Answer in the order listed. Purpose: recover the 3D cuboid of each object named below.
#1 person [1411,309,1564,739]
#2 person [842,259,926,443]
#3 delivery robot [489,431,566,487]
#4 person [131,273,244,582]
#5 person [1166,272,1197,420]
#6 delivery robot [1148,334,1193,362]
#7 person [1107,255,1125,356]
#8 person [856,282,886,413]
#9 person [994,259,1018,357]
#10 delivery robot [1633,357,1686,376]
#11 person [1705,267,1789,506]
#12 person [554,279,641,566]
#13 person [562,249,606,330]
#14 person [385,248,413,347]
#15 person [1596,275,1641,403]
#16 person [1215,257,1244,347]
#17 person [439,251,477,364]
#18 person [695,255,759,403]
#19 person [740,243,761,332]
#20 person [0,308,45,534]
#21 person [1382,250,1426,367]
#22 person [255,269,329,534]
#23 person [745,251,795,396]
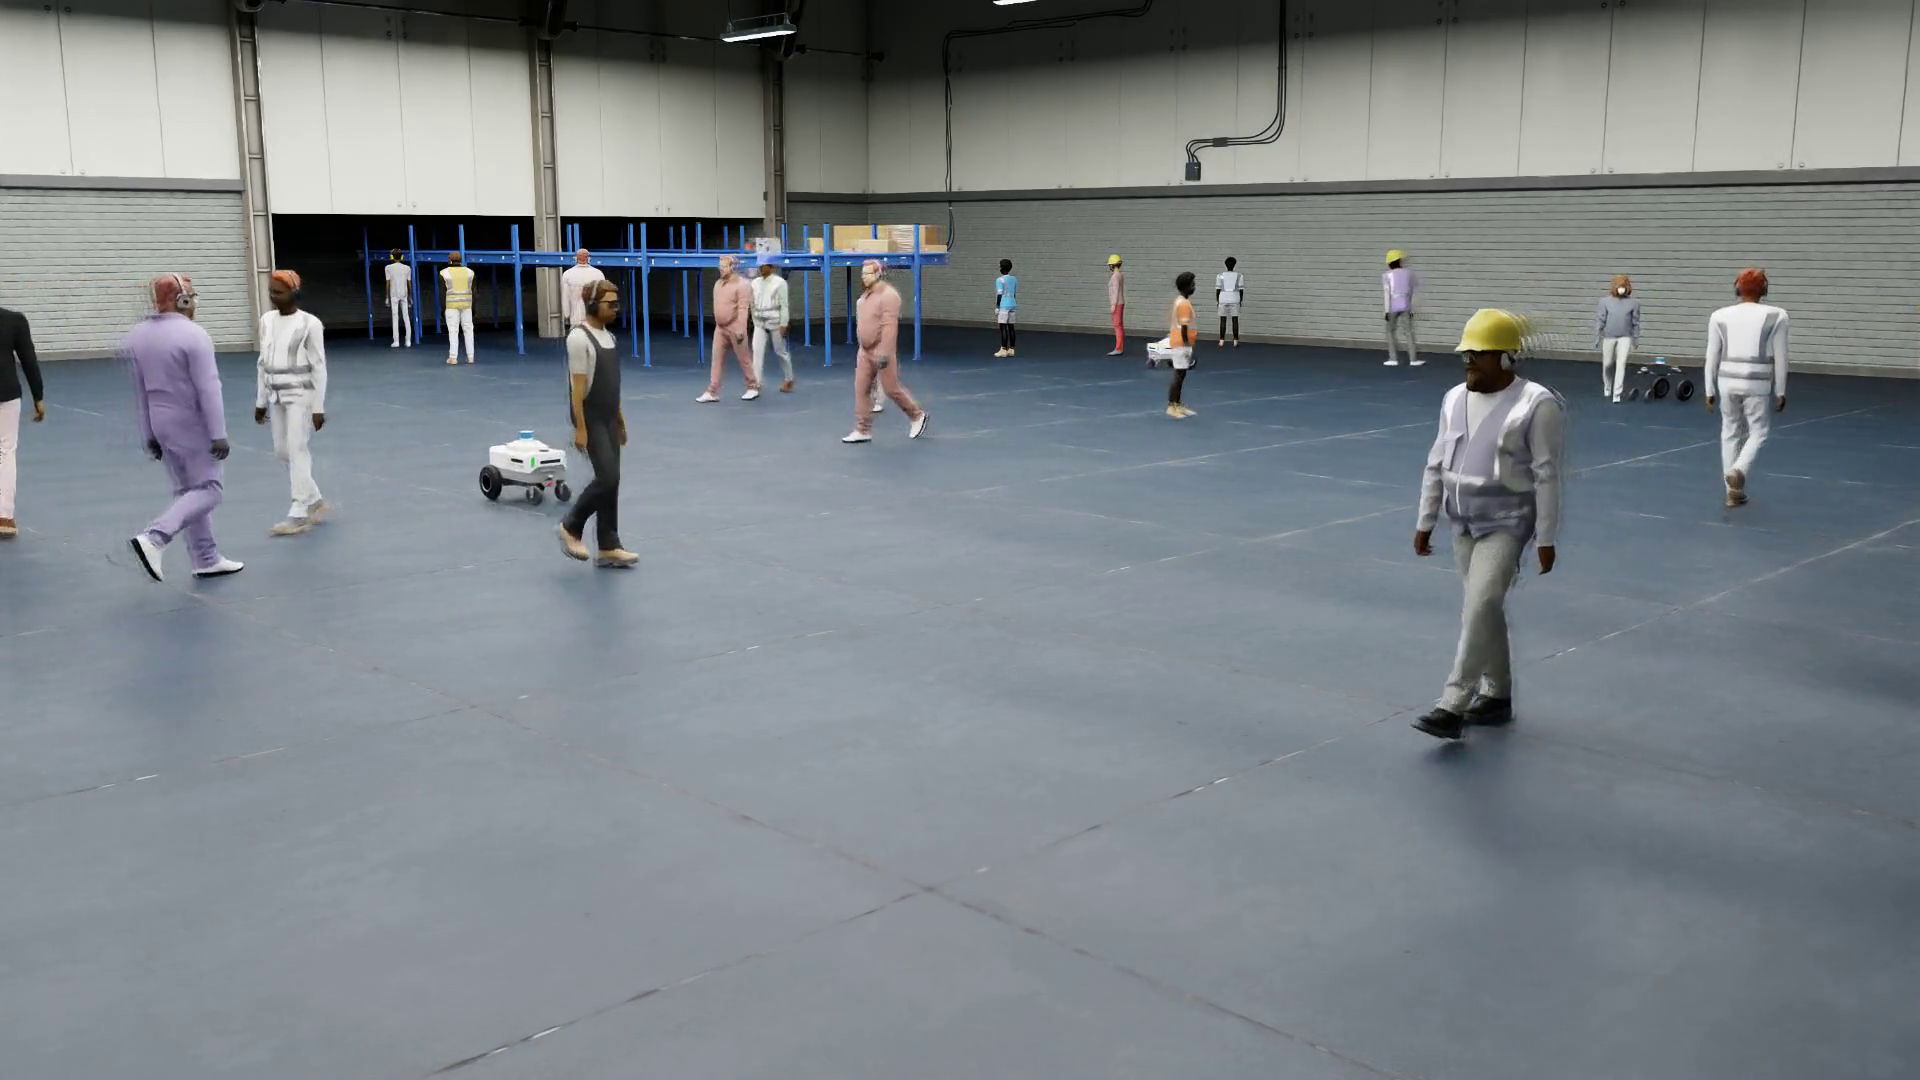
[{"bbox_3d":[2.139,-0.063,7.027,0.838,1.796,0.618,-6,12,-28],"label":"person"},{"bbox_3d":[-0.796,-1.953,17.144,0.876,1.879,0.653,-8,13,-37],"label":"person"},{"bbox_3d":[-3.489,-0.638,13.420,0.707,0.478,0.477,10,15,44],"label":"delivery robot"},{"bbox_3d":[-4.743,-0.673,10.104,0.655,1.889,0.710,7,12,33],"label":"person"},{"bbox_3d":[2.591,-2.264,19.313,0.316,1.695,0.541,1,10,5],"label":"person"},{"bbox_3d":[3.353,-3.041,26.524,0.707,0.478,0.477,-5,12,-26],"label":"delivery robot"},{"bbox_3d":[2.748,-4.150,29.414,0.328,1.764,0.528,3,11,17],"label":"person"},{"bbox_3d":[-1.031,-2.346,19.950,0.514,1.627,0.364,4,11,21],"label":"person"},{"bbox_3d":[0.796,-4.054,29.075,0.318,1.696,0.536,8,13,36],"label":"person"},{"bbox_3d":[9.048,-2.247,21.489,0.698,0.223,0.335,-4,11,-21],"label":"delivery robot"},{"bbox_3d":[6.068,-1.172,12.887,0.591,1.870,0.626,9,13,39],"label":"person"},{"bbox_3d":[-2.305,-0.736,10.589,0.437,1.834,0.547,3,11,14],"label":"person"},{"bbox_3d":[-5.623,-3.399,24.929,0.651,1.906,0.403,-3,11,-18],"label":"person"},{"bbox_3d":[-10.692,-4.615,31.687,0.502,1.863,0.321,-8,13,-36],"label":"person"},{"bbox_3d":[8.435,-2.594,21.337,0.513,1.616,0.682,4,11,23],"label":"person"},{"bbox_3d":[5.134,-4.535,31.693,0.542,1.696,0.316,1,10,7],"label":"person"},{"bbox_3d":[-8.323,-3.849,27.564,0.625,1.844,0.429,-7,13,-34],"label":"person"},{"bbox_3d":[-2.943,-2.692,21.302,0.656,1.878,0.927,8,13,38],"label":"person"},{"bbox_3d":[-4.621,-5.530,36.473,0.550,1.933,0.375,-10,14,-43],"label":"person"},{"bbox_3d":[-6.945,-1.030,11.931,0.652,1.939,1.046,-4,11,-21],"label":"person"},{"bbox_3d":[7.172,-3.749,26.971,0.704,1.874,0.610,-1,10,-7],"label":"person"},{"bbox_3d":[-4.820,-1.004,12.028,0.582,1.894,0.561,6,12,28],"label":"person"},{"bbox_3d":[-2.518,-2.896,22.227,0.625,1.908,0.977,5,12,27],"label":"person"}]
